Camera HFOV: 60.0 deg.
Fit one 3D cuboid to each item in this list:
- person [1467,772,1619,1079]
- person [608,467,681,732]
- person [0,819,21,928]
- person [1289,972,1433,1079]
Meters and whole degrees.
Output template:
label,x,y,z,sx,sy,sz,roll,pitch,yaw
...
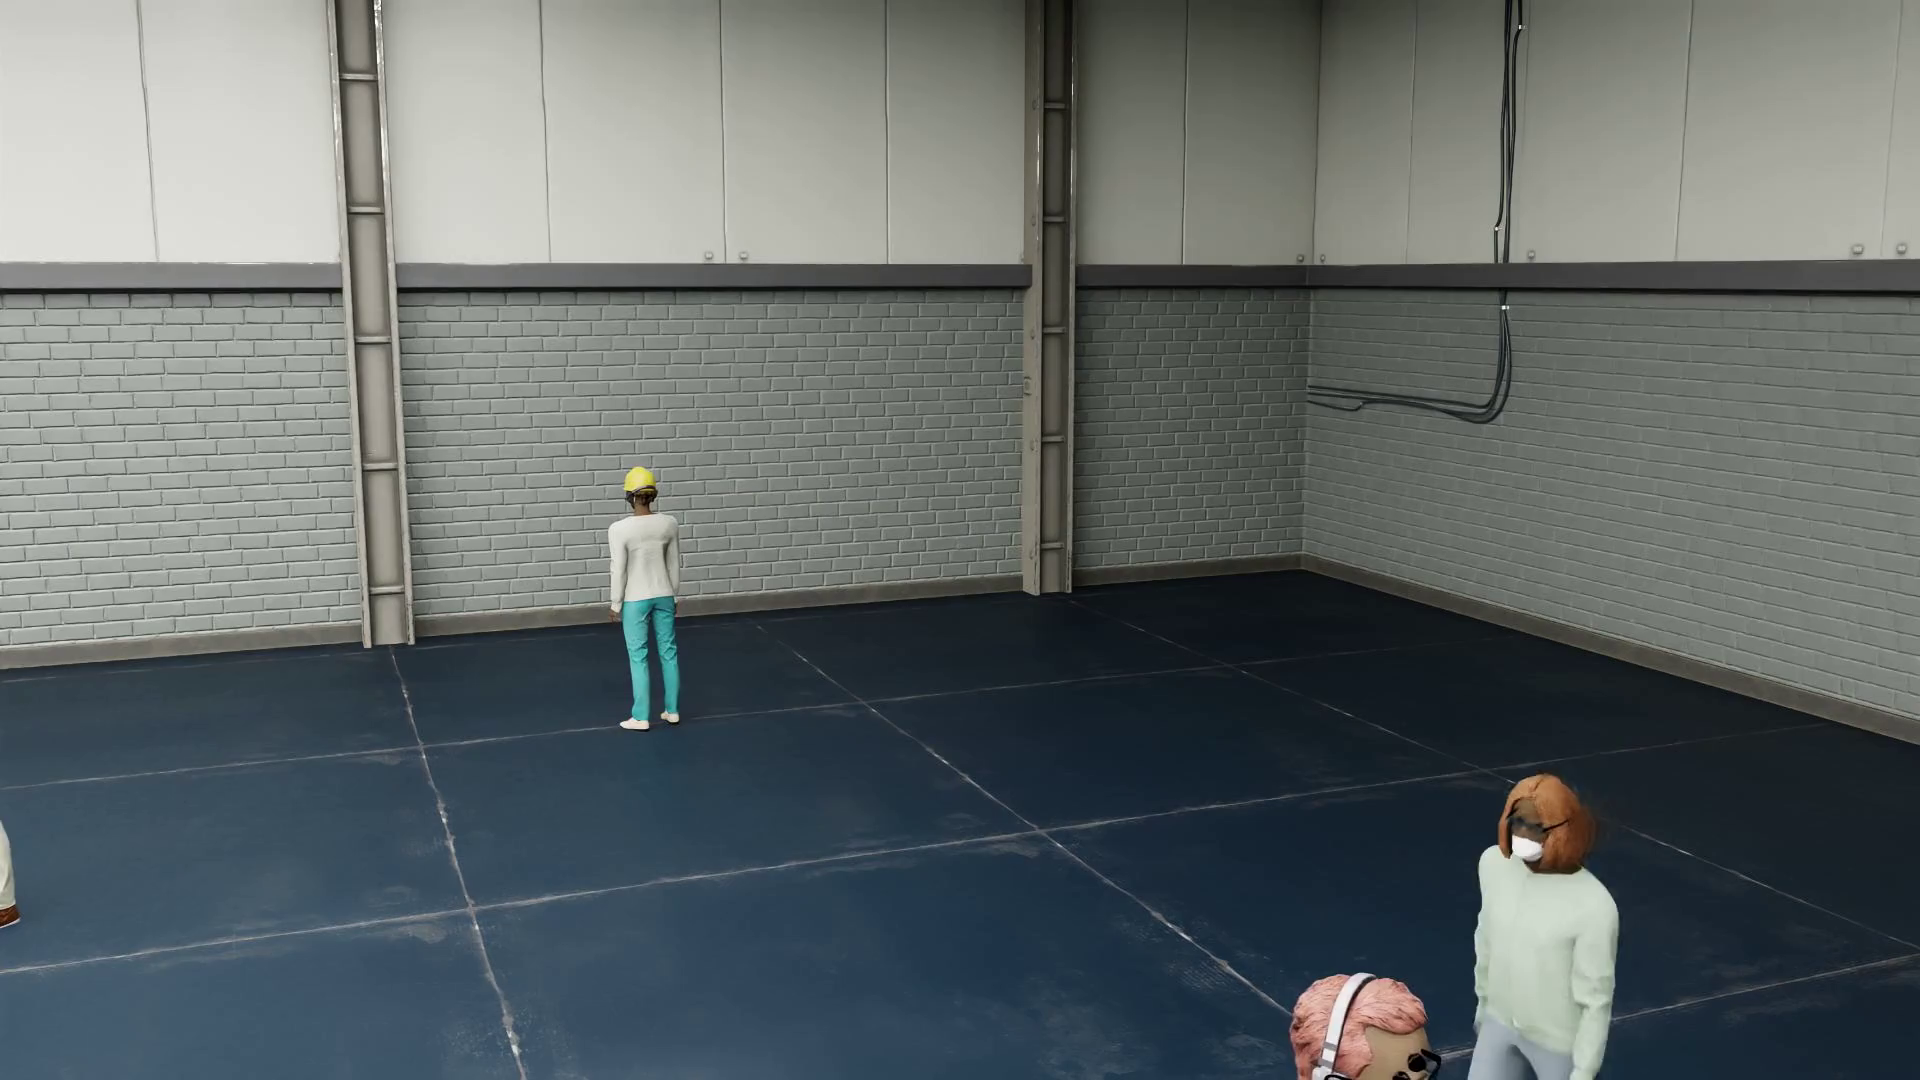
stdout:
label,x,y,z,sx,sy,sz,roll,pitch,yaw
person,1.611,1.470,4.815,0.688,1.602,0.526,-6,11,-31
person,-2.107,0.395,11.097,0.526,1.769,0.330,-8,12,-40
person,-4.627,0.897,7.664,0.503,1.860,0.312,7,11,38
person,0.651,1.644,2.816,0.409,1.907,0.651,5,10,27
